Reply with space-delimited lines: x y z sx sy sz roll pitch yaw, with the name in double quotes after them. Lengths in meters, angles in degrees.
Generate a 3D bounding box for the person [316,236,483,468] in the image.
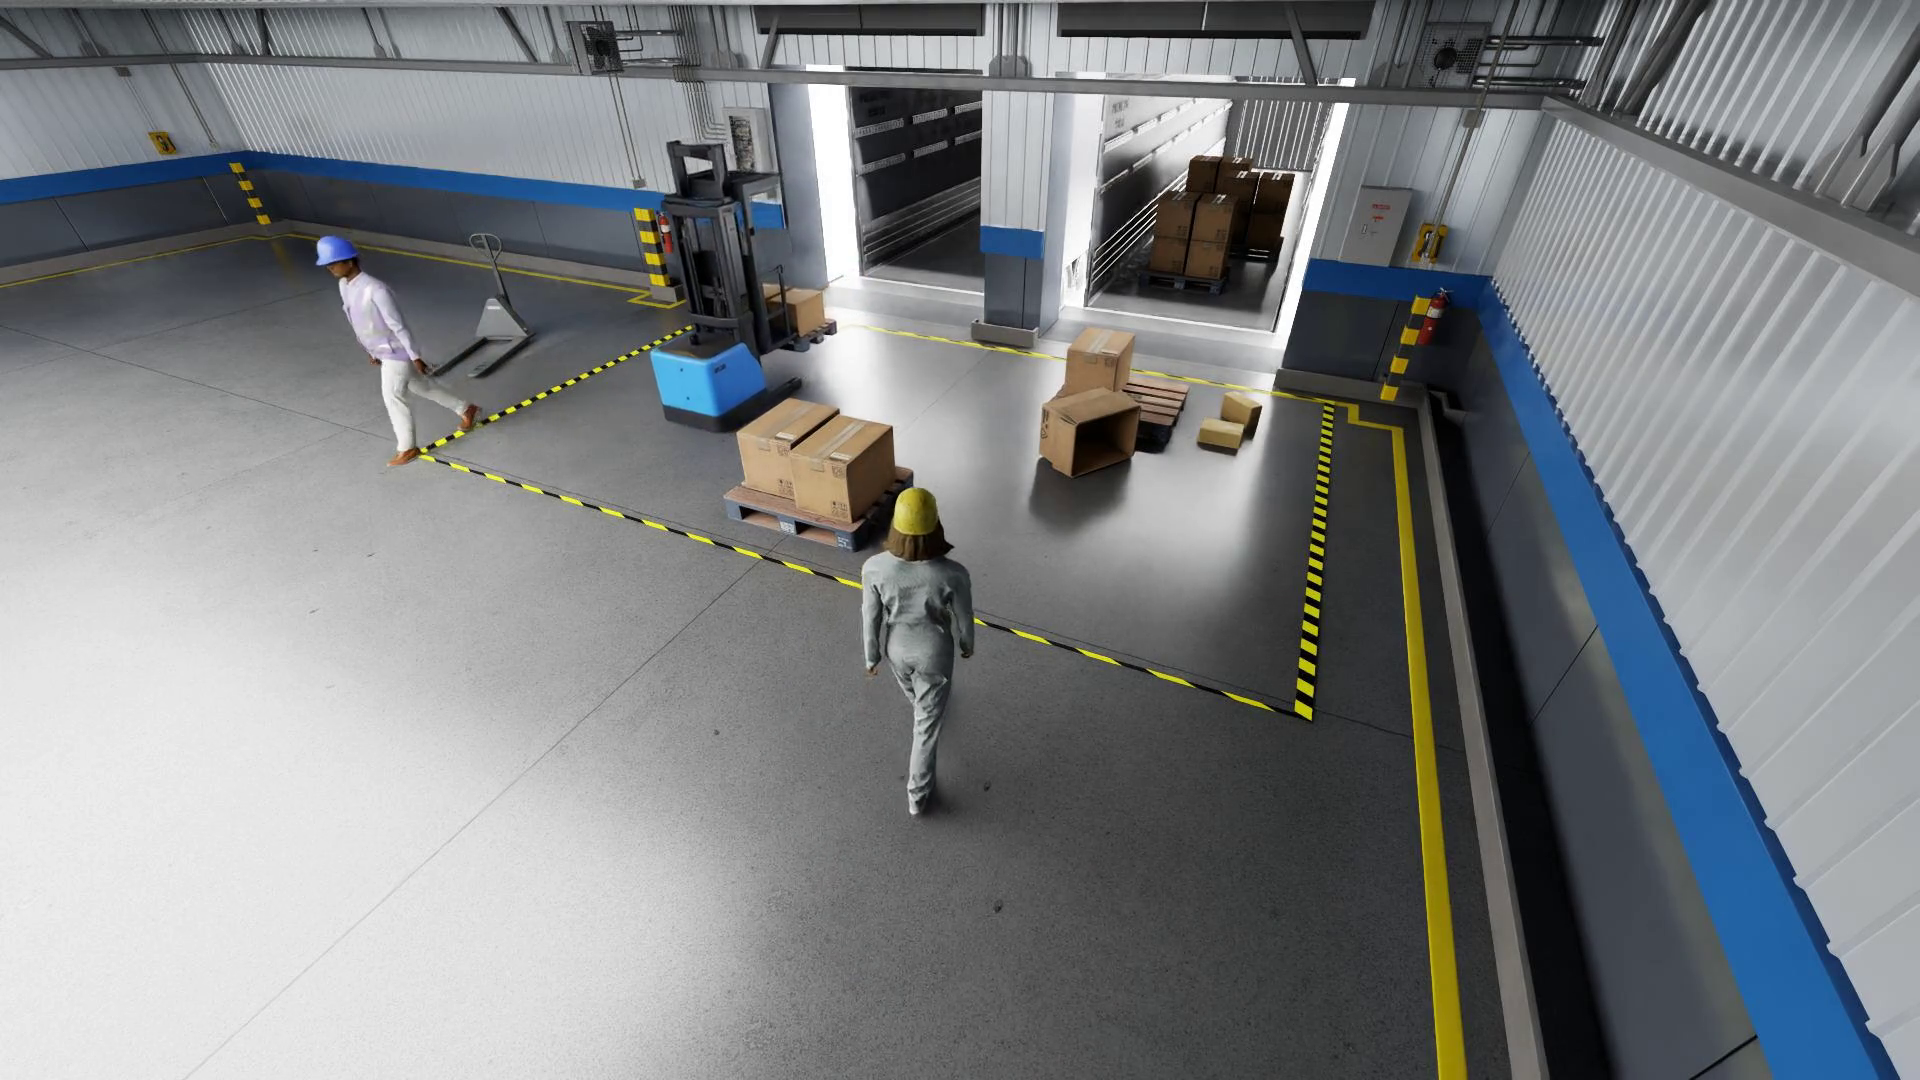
-4.934 -1.669 6.410 0.626 1.912 0.997 20 40 26 "person"

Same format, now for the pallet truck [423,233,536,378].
-5.664 -2.712 8.427 0.680 1.201 1.601 0 35 -1 "pallet truck"

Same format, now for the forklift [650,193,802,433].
-2.419 -2.114 6.896 0.716 2.013 0.776 15 38 20 "forklift"

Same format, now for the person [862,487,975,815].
-0.174 0.458 3.568 0.506 1.696 0.892 5 36 7 "person"
